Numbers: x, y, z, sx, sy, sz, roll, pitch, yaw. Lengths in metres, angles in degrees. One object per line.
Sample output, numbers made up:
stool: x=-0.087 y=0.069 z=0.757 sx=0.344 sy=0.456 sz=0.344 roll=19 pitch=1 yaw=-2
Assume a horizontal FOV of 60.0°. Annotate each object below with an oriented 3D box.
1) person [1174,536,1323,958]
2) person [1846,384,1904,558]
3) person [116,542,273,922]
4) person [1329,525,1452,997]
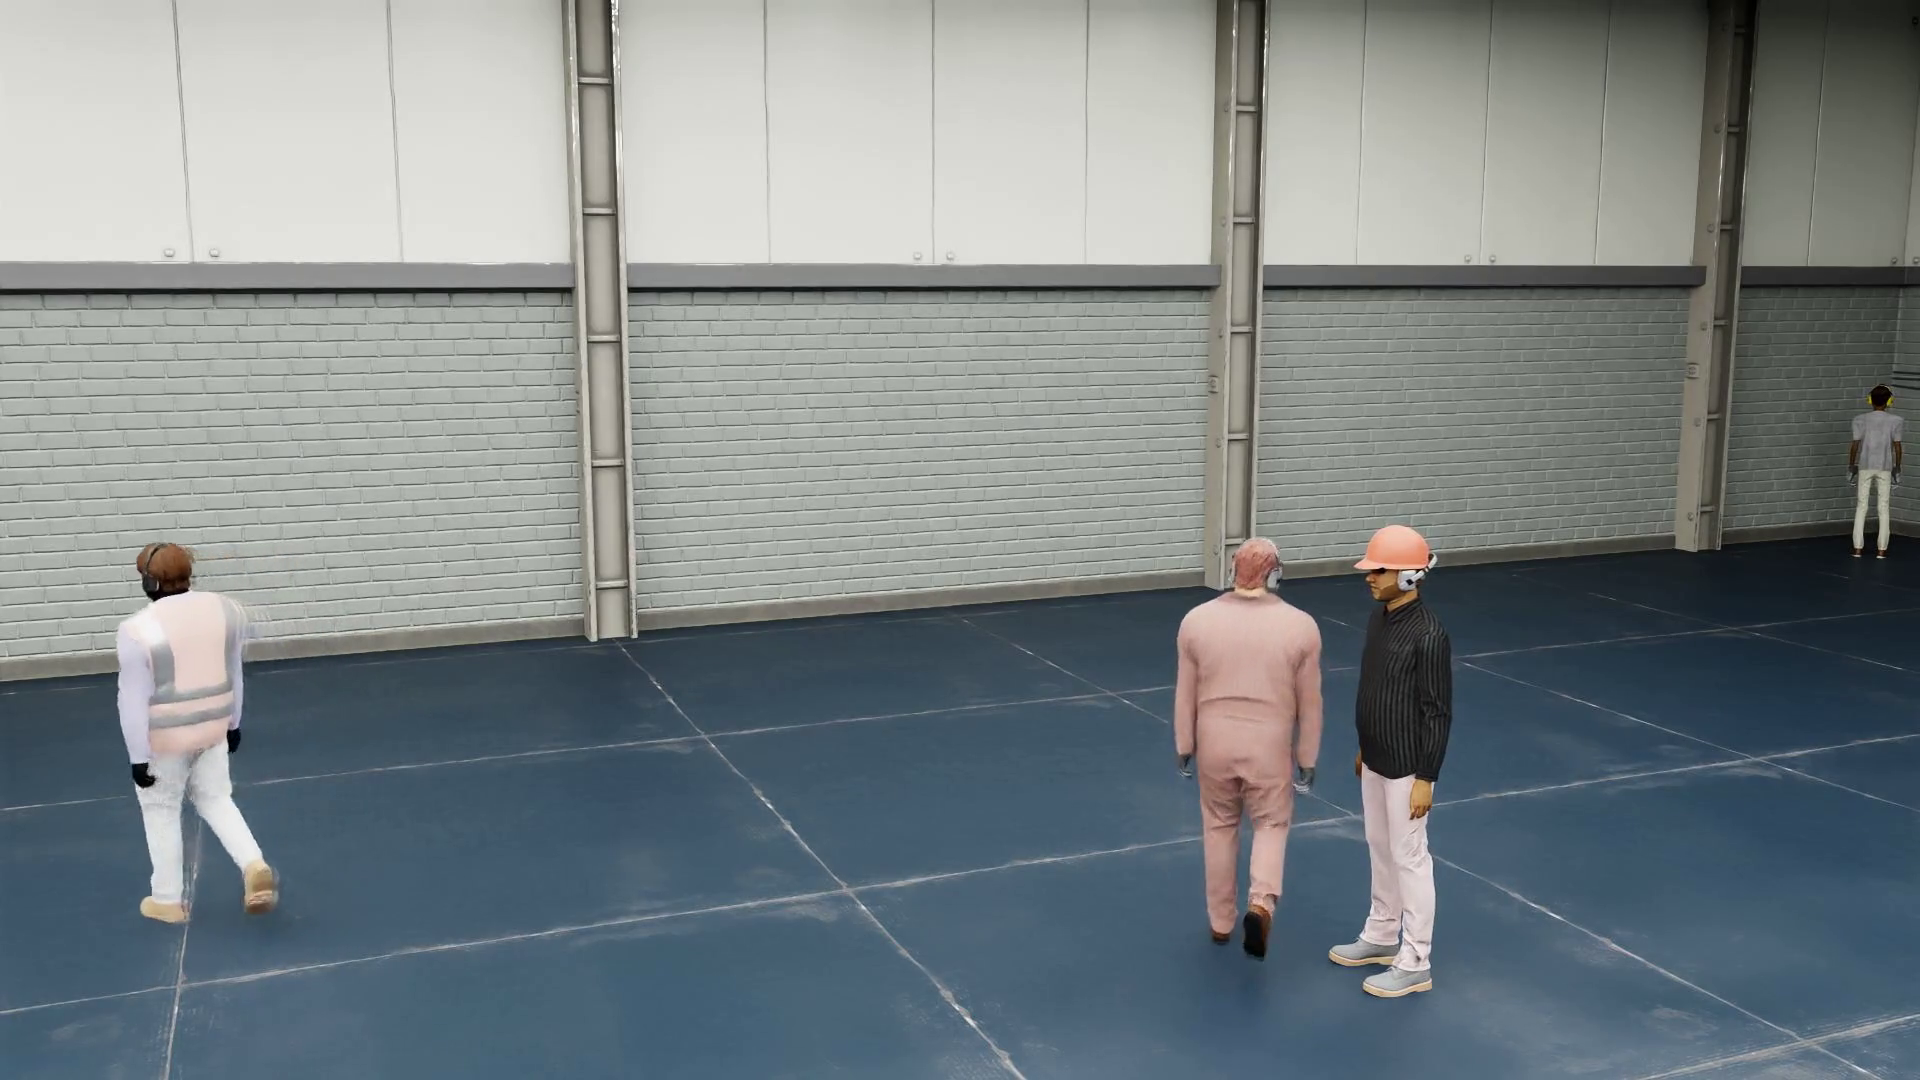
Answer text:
person: x=1.263 y=0.931 z=7.382 sx=0.661 sy=1.886 sz=0.590 roll=3 pitch=9 yaw=16
person: x=9.832 y=-0.738 z=17.881 sx=0.515 sy=1.873 sz=0.329 roll=5 pitch=10 yaw=28
person: x=-3.565 y=0.907 z=7.692 sx=0.696 sy=1.826 sz=0.637 roll=6 pitch=11 yaw=32
person: x=1.838 y=0.924 z=7.056 sx=0.387 sy=1.992 sz=0.626 roll=-2 pitch=9 yaw=-11
